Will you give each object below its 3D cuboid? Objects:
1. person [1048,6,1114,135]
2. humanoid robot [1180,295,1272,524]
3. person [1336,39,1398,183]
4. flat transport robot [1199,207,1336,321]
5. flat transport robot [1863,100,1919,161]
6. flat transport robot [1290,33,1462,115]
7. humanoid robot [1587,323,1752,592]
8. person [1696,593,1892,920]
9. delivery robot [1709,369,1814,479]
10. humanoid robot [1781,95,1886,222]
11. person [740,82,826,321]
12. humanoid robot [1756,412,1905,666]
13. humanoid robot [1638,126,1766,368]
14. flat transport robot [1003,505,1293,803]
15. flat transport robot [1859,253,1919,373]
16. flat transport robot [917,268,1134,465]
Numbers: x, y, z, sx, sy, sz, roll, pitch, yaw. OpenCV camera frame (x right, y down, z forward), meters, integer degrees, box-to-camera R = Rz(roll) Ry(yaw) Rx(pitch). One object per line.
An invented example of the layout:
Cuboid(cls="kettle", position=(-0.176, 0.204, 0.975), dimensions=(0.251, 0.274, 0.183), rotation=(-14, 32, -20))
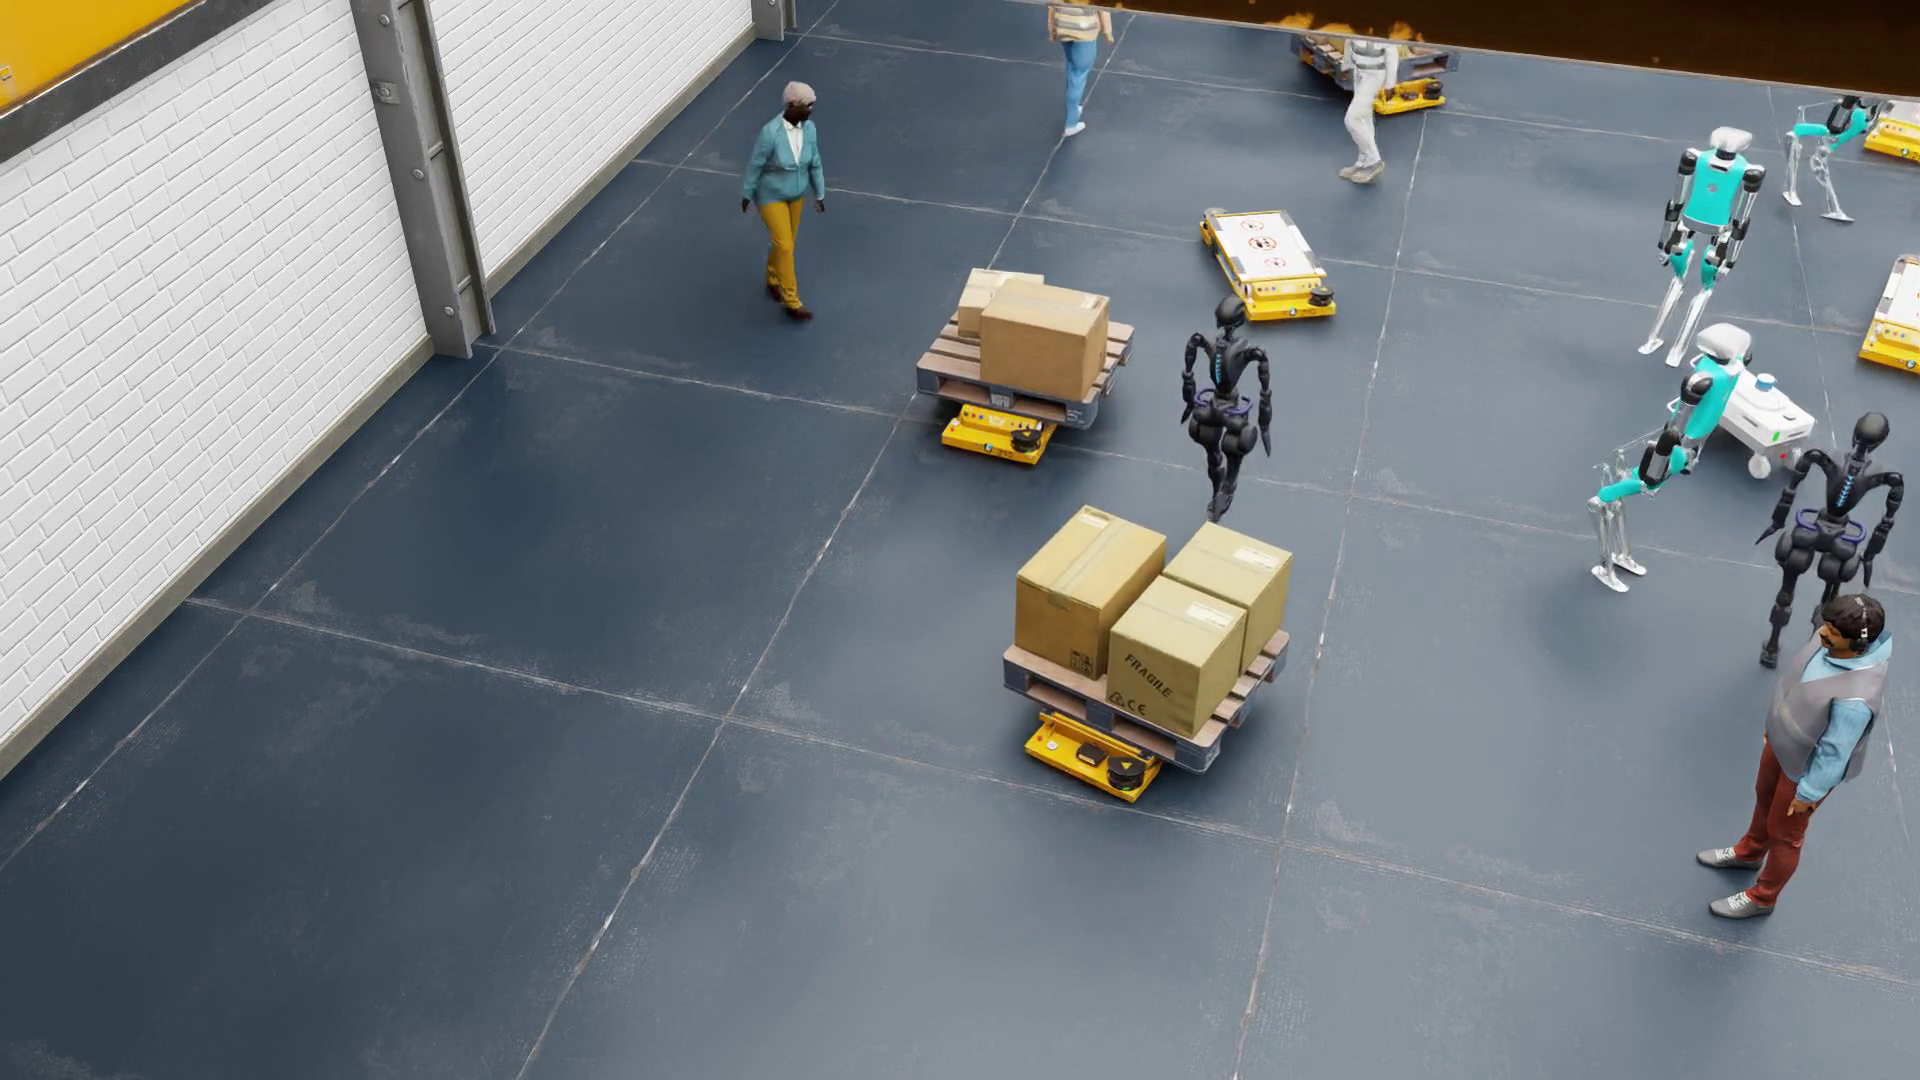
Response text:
Cuboid(cls="person", position=(1.053, -4.373, 14.296), dimensions=(0.521, 1.700, 0.631), rotation=(24, 45, 27))
Cuboid(cls="humanoid robot", position=(1.564, -0.726, 9.825), dimensions=(0.599, 1.632, 0.700), rotation=(21, 43, 24))
Cuboid(cls="person", position=(3.291, -3.783, 13.444), dimensions=(0.452, 1.859, 0.607), rotation=(-8, 40, -10))
Cuboid(cls="flat transport robot", position=(2.321, -2.122, 12.644), dimensions=(0.659, 0.231, 1.431), rotation=(-5, 39, -7))
Cuboid(cls="flat transport robot", position=(8.465, -3.688, 14.592), dimensions=(0.659, 0.231, 1.431), rotation=(24, 45, 27))
Cuboid(cls="flat transport robot", position=(3.809, -4.332, 15.393), dimensions=(0.659, 0.231, 1.431), rotation=(-14, 41, -17))
Cuboid(cls="humanoid robot", position=(3.916, -0.520, 9.460), dimensions=(0.530, 1.768, 0.686), rotation=(-28, 47, -30))
Cuboid(cls="person", position=(3.816, 0.978, 7.511), dimensions=(0.415, 1.873, 0.535), rotation=(4, 39, 5))
Cuboid(cls="delivery robot", position=(5.124, -0.810, 10.795), dimensions=(0.499, 0.608, 0.797), rotation=(-14, 41, -17))
Cuboid(cls="humanoid robot", position=(6.843, -3.341, 12.995), dimensions=(0.544, 1.748, 0.870), rotation=(-21, 43, -24))
Cuboid(cls="person", position=(-1.223, -2.410, 11.842), dimensions=(0.573, 1.708, 0.754), rotation=(-31, 48, -33))
Cuboid(cls="humanoid robot", position=(4.592, 0.009, 8.868), dimensions=(0.587, 1.656, 0.333), rotation=(21, 43, 24))
Cuboid(cls="humanoid robot", position=(5.081, -2.030, 11.357), dimensions=(0.534, 1.796, 0.648), rotation=(24, 45, 27))
Cuboid(cls="flat transport robot", position=(1.003, 0.802, 9.006), dimensions=(0.659, 0.231, 1.431), rotation=(23, 44, 26))
Cuboid(cls="flat transport robot", position=(6.994, -1.619, 12.018), dimensions=(0.659, 0.231, 1.431), rotation=(22, 44, 25))
Cuboid(cls="flat transport robot", position=(0.439, -1.032, 11.288), dimensions=(0.659, 0.231, 1.431), rotation=(14, 41, 17))
